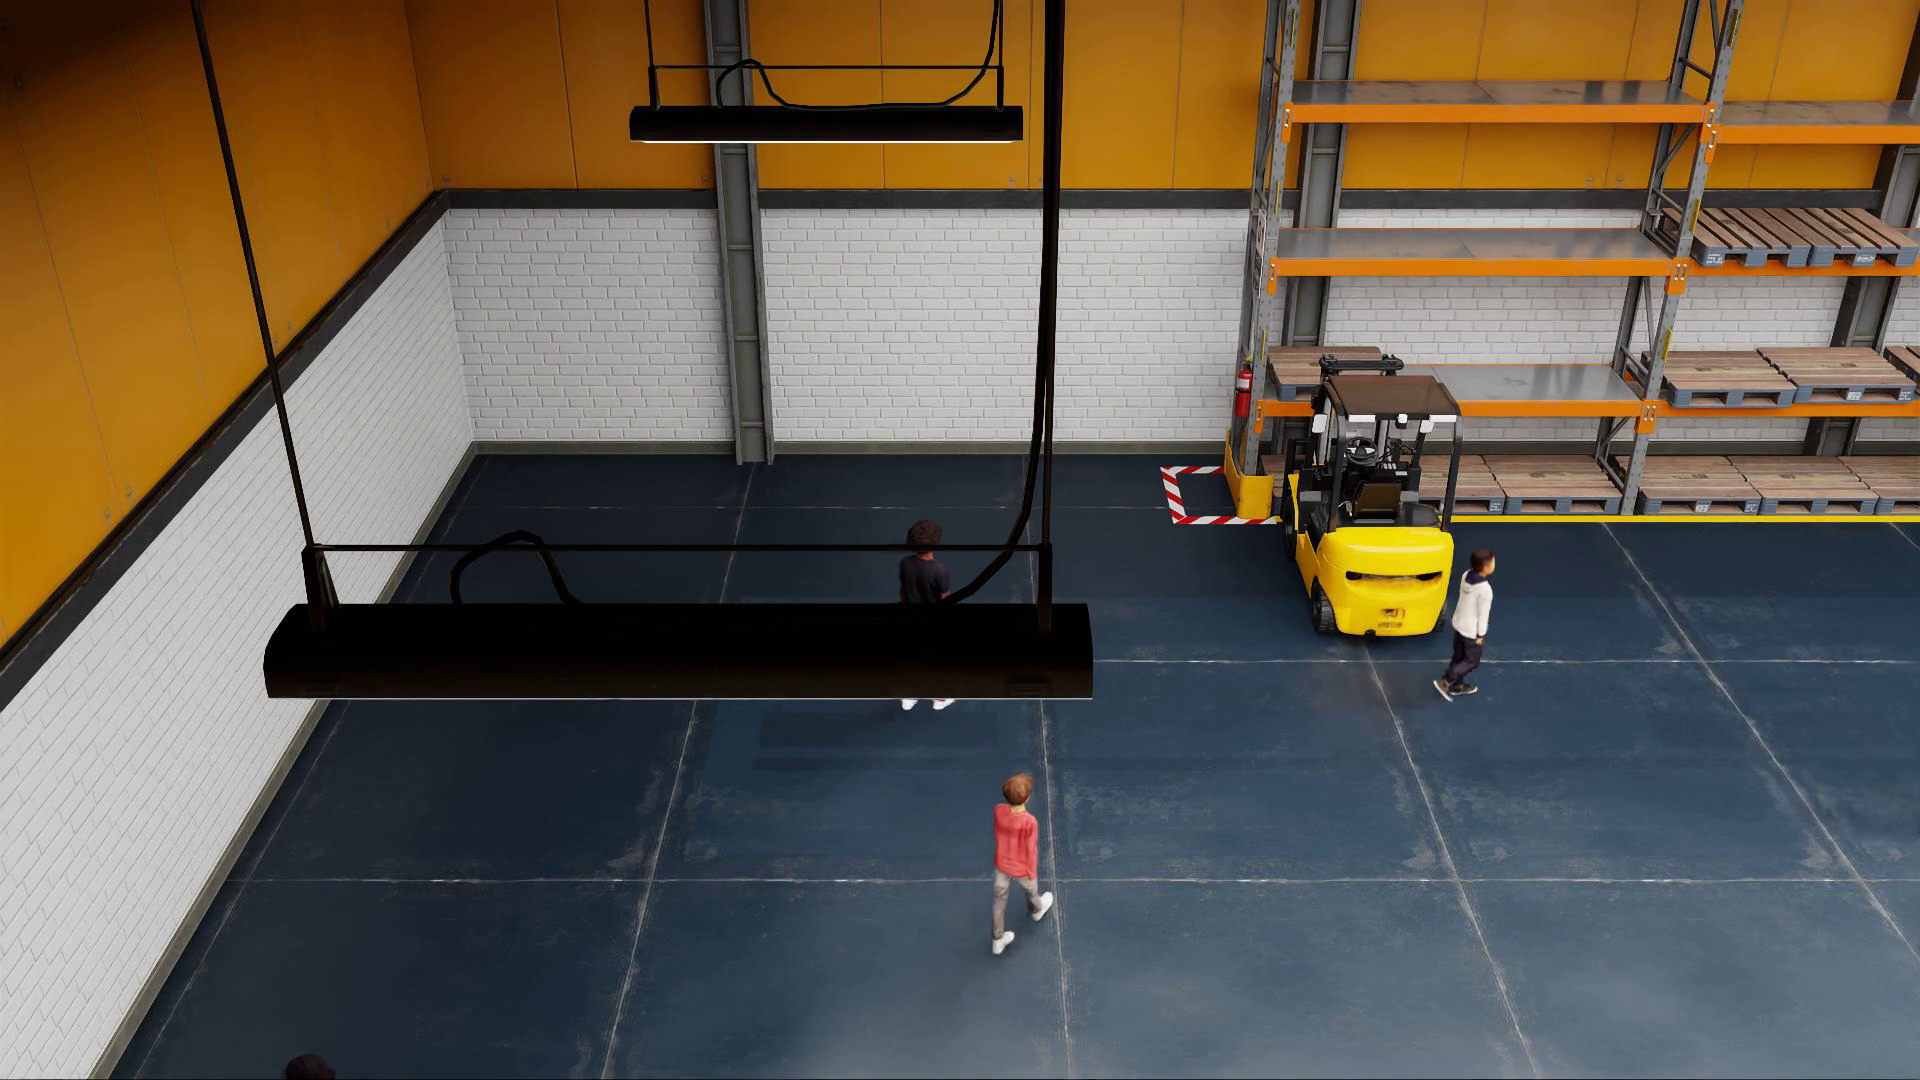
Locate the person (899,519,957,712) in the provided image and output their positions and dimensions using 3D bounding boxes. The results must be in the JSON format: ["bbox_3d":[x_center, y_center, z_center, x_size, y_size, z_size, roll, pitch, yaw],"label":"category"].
[{"bbox_3d":[-0.295,0.635,13.946,0.747,1.802,0.825,13,31,23],"label":"person"}]

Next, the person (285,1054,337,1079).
[{"bbox_3d":[-3.328,3.391,8.942,0.768,1.757,0.834,24,37,37],"label":"person"}]

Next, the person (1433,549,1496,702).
[{"bbox_3d":[4.271,0.732,14.141,0.784,1.445,0.684,-7,29,-13],"label":"person"}]

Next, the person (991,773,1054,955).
[{"bbox_3d":[0.337,2.250,11.413,0.897,1.392,0.869,17,33,28],"label":"person"}]
